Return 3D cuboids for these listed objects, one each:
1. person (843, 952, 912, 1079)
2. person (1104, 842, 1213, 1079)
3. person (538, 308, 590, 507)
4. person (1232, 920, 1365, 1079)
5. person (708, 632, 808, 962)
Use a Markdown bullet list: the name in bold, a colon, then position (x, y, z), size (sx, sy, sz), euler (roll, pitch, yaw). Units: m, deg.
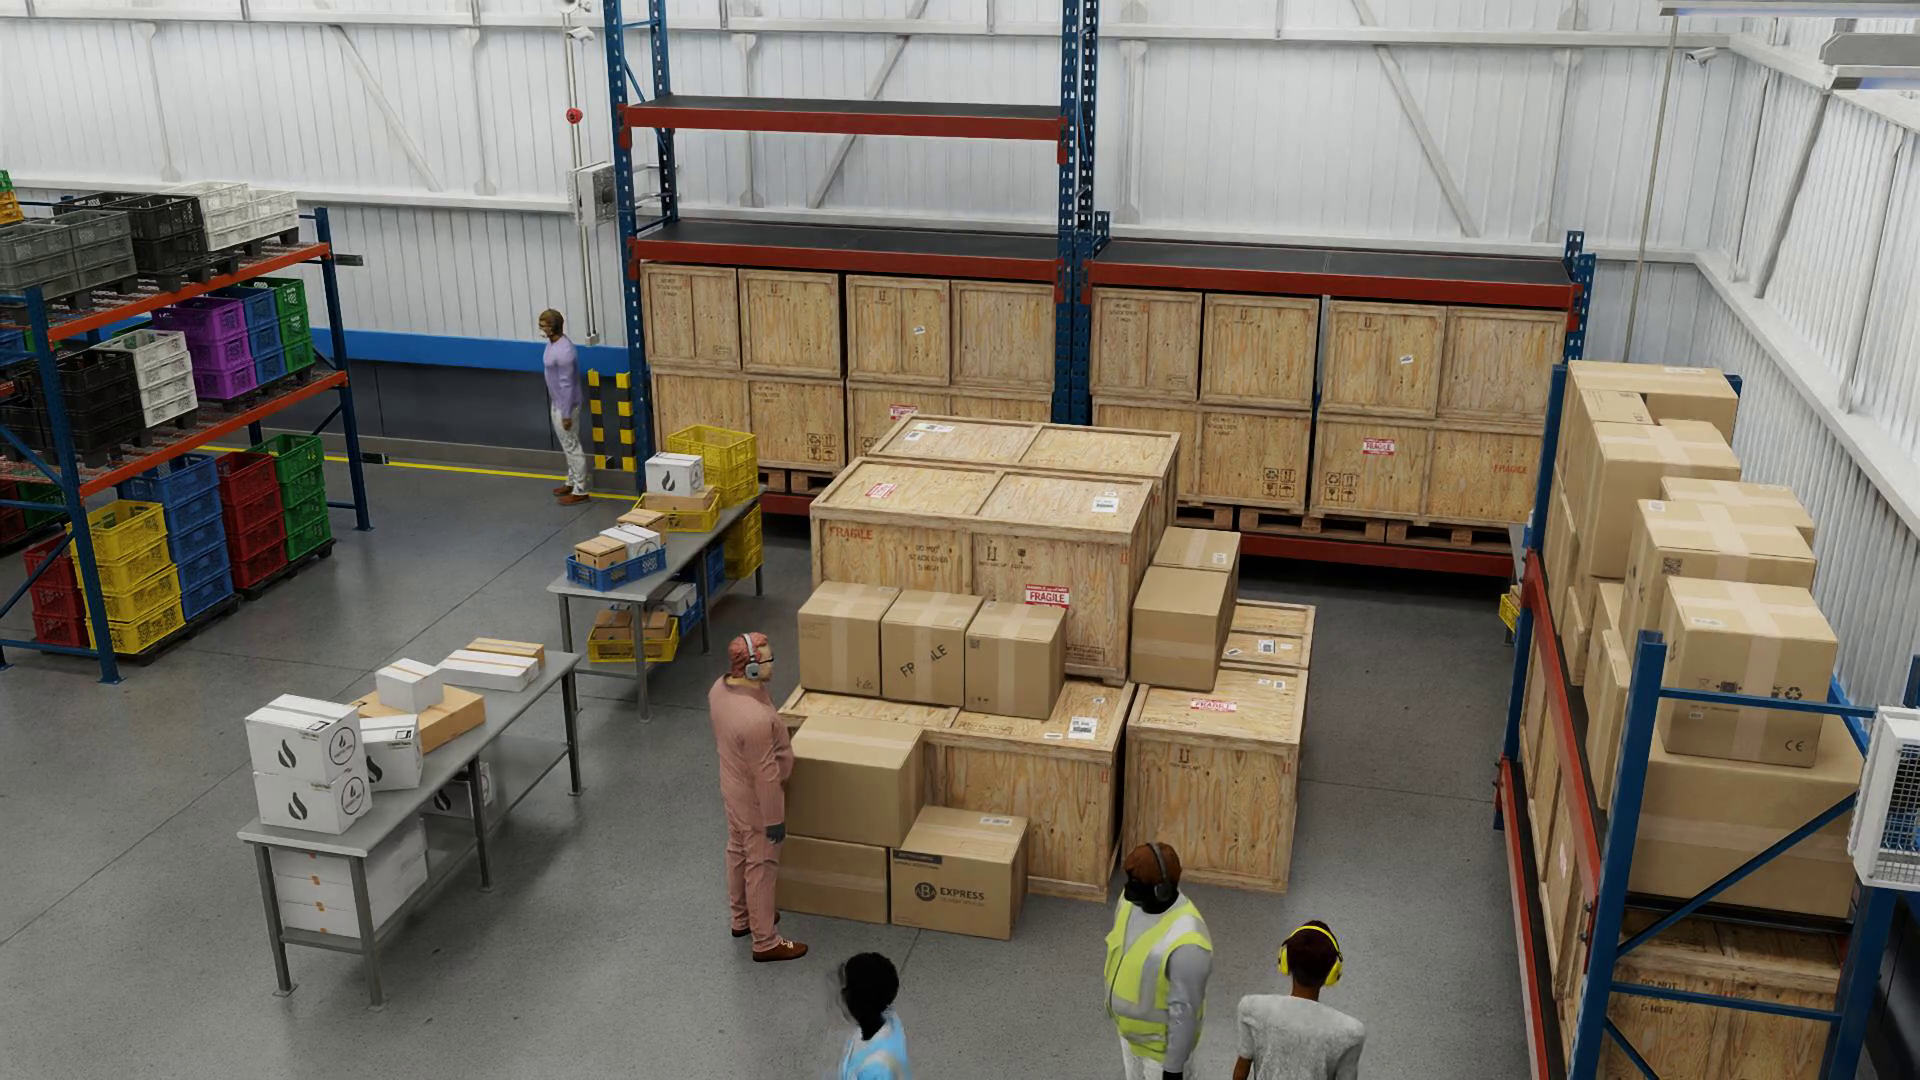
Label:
- **person**: position (-0.309, 2.439, 6.684), size (0.363, 1.668, 0.568), euler (-2, 21, -5)
- **person**: position (0.837, 2.130, 7.272), size (0.432, 1.836, 0.618), euler (-8, 22, -20)
- **person**: position (-3.833, -1.294, 16.095), size (0.369, 1.930, 0.627), euler (-8, 22, -21)
- **person**: position (1.320, 2.351, 6.662), size (0.521, 1.856, 0.346), euler (6, 22, 15)
- **person**: position (-1.106, 1.391, 9.096), size (0.410, 1.909, 0.642), euler (-11, 24, -27)
